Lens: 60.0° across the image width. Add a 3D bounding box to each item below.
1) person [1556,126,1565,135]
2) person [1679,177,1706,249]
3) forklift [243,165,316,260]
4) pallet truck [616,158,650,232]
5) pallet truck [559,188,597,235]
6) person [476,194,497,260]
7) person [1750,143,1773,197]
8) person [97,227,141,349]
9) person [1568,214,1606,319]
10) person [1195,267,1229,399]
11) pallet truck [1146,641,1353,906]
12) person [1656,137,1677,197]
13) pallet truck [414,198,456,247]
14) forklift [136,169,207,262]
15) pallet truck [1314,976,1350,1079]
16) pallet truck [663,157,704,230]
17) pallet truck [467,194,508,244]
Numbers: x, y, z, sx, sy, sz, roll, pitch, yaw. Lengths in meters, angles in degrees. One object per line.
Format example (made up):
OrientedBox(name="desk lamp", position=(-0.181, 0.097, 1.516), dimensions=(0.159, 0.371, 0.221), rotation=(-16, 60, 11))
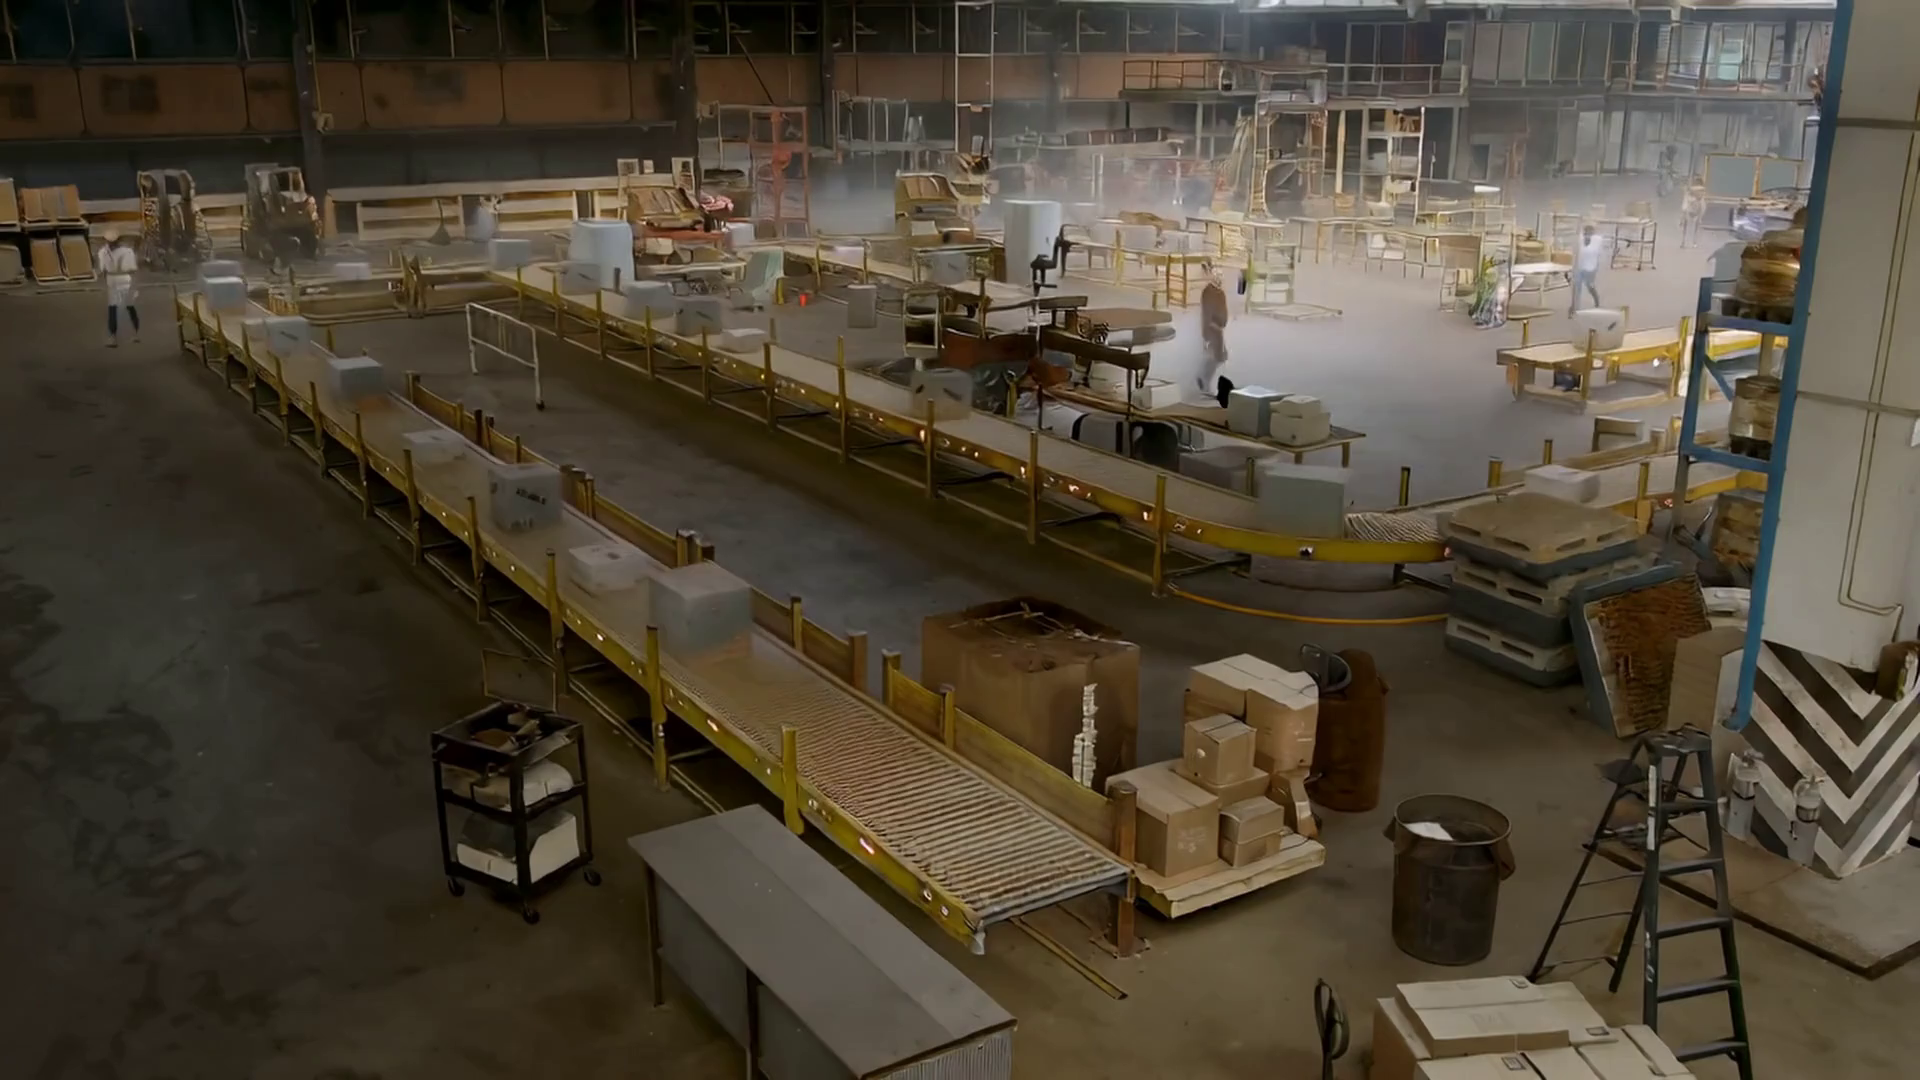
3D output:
OrientedBox(name="person", position=(24.705, -16.532, 68.936), dimensions=(0.660, 1.855, 0.976), rotation=(-11, 20, -32))
OrientedBox(name="person", position=(18.029, -8.043, 40.917), dimensions=(0.490, 1.742, 0.322), rotation=(11, 20, 32))
OrientedBox(name="forklift", position=(-15.898, -7.669, 38.708), dimensions=(1.157, 1.987, 2.680), rotation=(-11, 20, -33))
OrientedBox(name="pallet truck", position=(-8.918, -9.176, 44.255), dimensions=(0.823, 1.965, 1.885), rotation=(-9, 19, -27))
OrientedBox(name="pallet truck", position=(-10.010, -8.652, 43.699), dimensions=(0.653, 1.274, 1.630), rotation=(-10, 20, -31))
OrientedBox(name="person", position=(-10.272, -6.674, 36.341), dimensions=(0.554, 1.743, 0.618), rotation=(9, 19, 27))
OrientedBox(name="person", position=(25.106, -11.485, 52.172), dimensions=(0.628, 1.855, 0.743), rotation=(13, 21, 36))
OrientedBox(name="person", position=(-14.017, -4.196, 27.699), dimensions=(0.620, 1.984, 1.053), rotation=(-2, 17, -6))
OrientedBox(name="person", position=(11.602, -5.032, 30.614), dimensions=(0.754, 1.914, 0.557), rotation=(-14, 21, -38))
OrientedBox(name="person", position=(3.616, -2.953, 23.729), dimensions=(0.437, 1.888, 0.667), rotation=(8, 18, 24))
OrientedBox(name="pallet truck", position=(1.664, 1.407, 10.232), dimensions=(1.630, 1.274, 0.653), rotation=(-10, 20, -31))
OrientedBox(name="person", position=(23.142, -12.183, 54.396), dimensions=(0.593, 1.920, 0.391), rotation=(-10, 19, -29))
OrientedBox(name="pallet truck", position=(-13.250, -8.060, 41.856), dimensions=(0.680, 1.201, 1.601), rotation=(-10, 20, -31))
OrientedBox(name="forklift", position=(-17.842, -7.318, 37.559), dimensions=(1.157, 1.987, 2.680), rotation=(-10, 20, -31))
OrientedBox(name="pallet truck", position=(2.299, 2.390, 7.086), dimensions=(1.601, 1.201, 0.680), rotation=(-2, 17, -7))
OrientedBox(name="pallet truck", position=(-7.586, -9.308, 44.692), dimensions=(0.823, 1.965, 1.885), rotation=(-11, 20, -33))
OrientedBox(name="pallet truck", position=(-11.983, -8.177, 42.137), dimensions=(0.704, 1.261, 1.522), rotation=(-11, 20, -33))
